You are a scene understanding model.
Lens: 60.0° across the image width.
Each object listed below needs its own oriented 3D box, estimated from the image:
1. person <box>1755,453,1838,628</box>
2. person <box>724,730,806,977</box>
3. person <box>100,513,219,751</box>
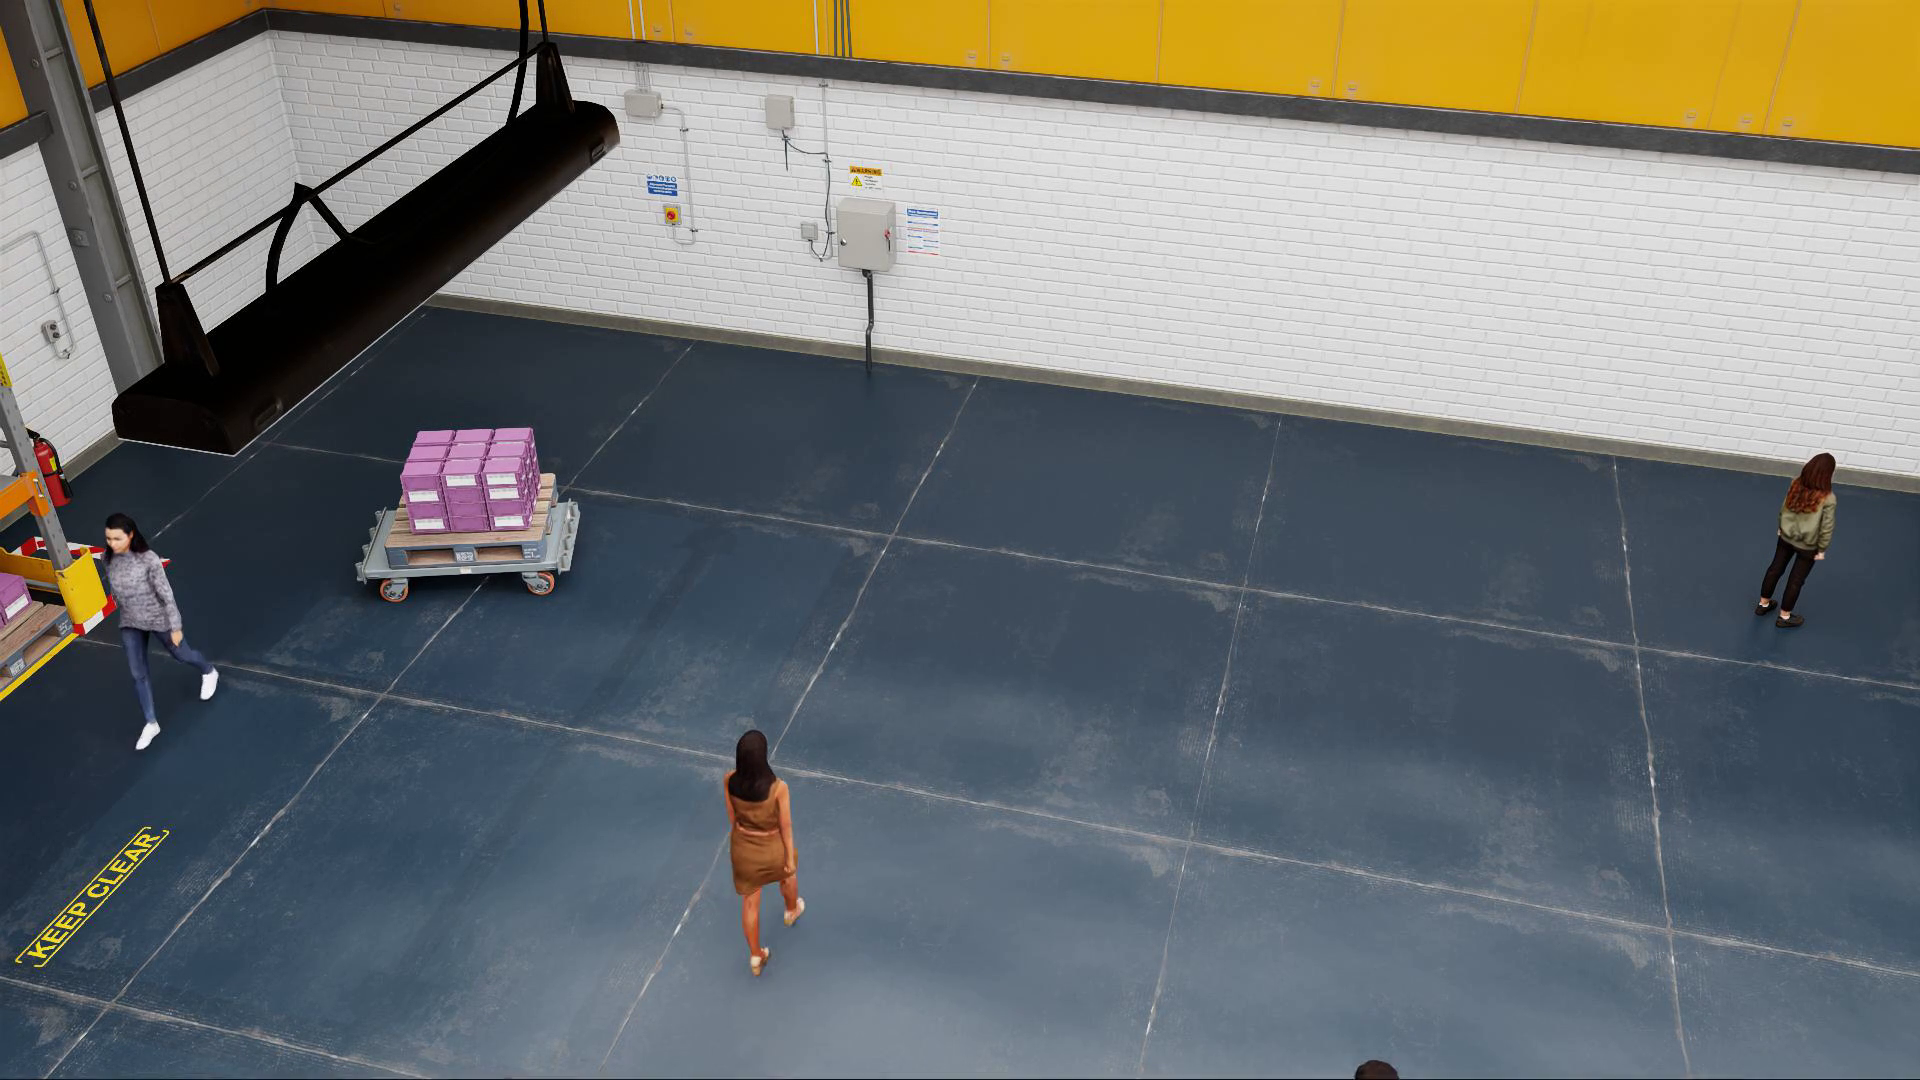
[{"bbox_3d":[6.385,-0.012,12.640,0.710,1.476,0.644,-16,37,-23],"label":"person"},{"bbox_3d":[-1.176,1.867,9.645,0.594,1.663,0.841,7,34,10],"label":"person"},{"bbox_3d":[-5.605,0.528,11.628,0.750,1.696,1.109,3,34,5],"label":"person"}]
